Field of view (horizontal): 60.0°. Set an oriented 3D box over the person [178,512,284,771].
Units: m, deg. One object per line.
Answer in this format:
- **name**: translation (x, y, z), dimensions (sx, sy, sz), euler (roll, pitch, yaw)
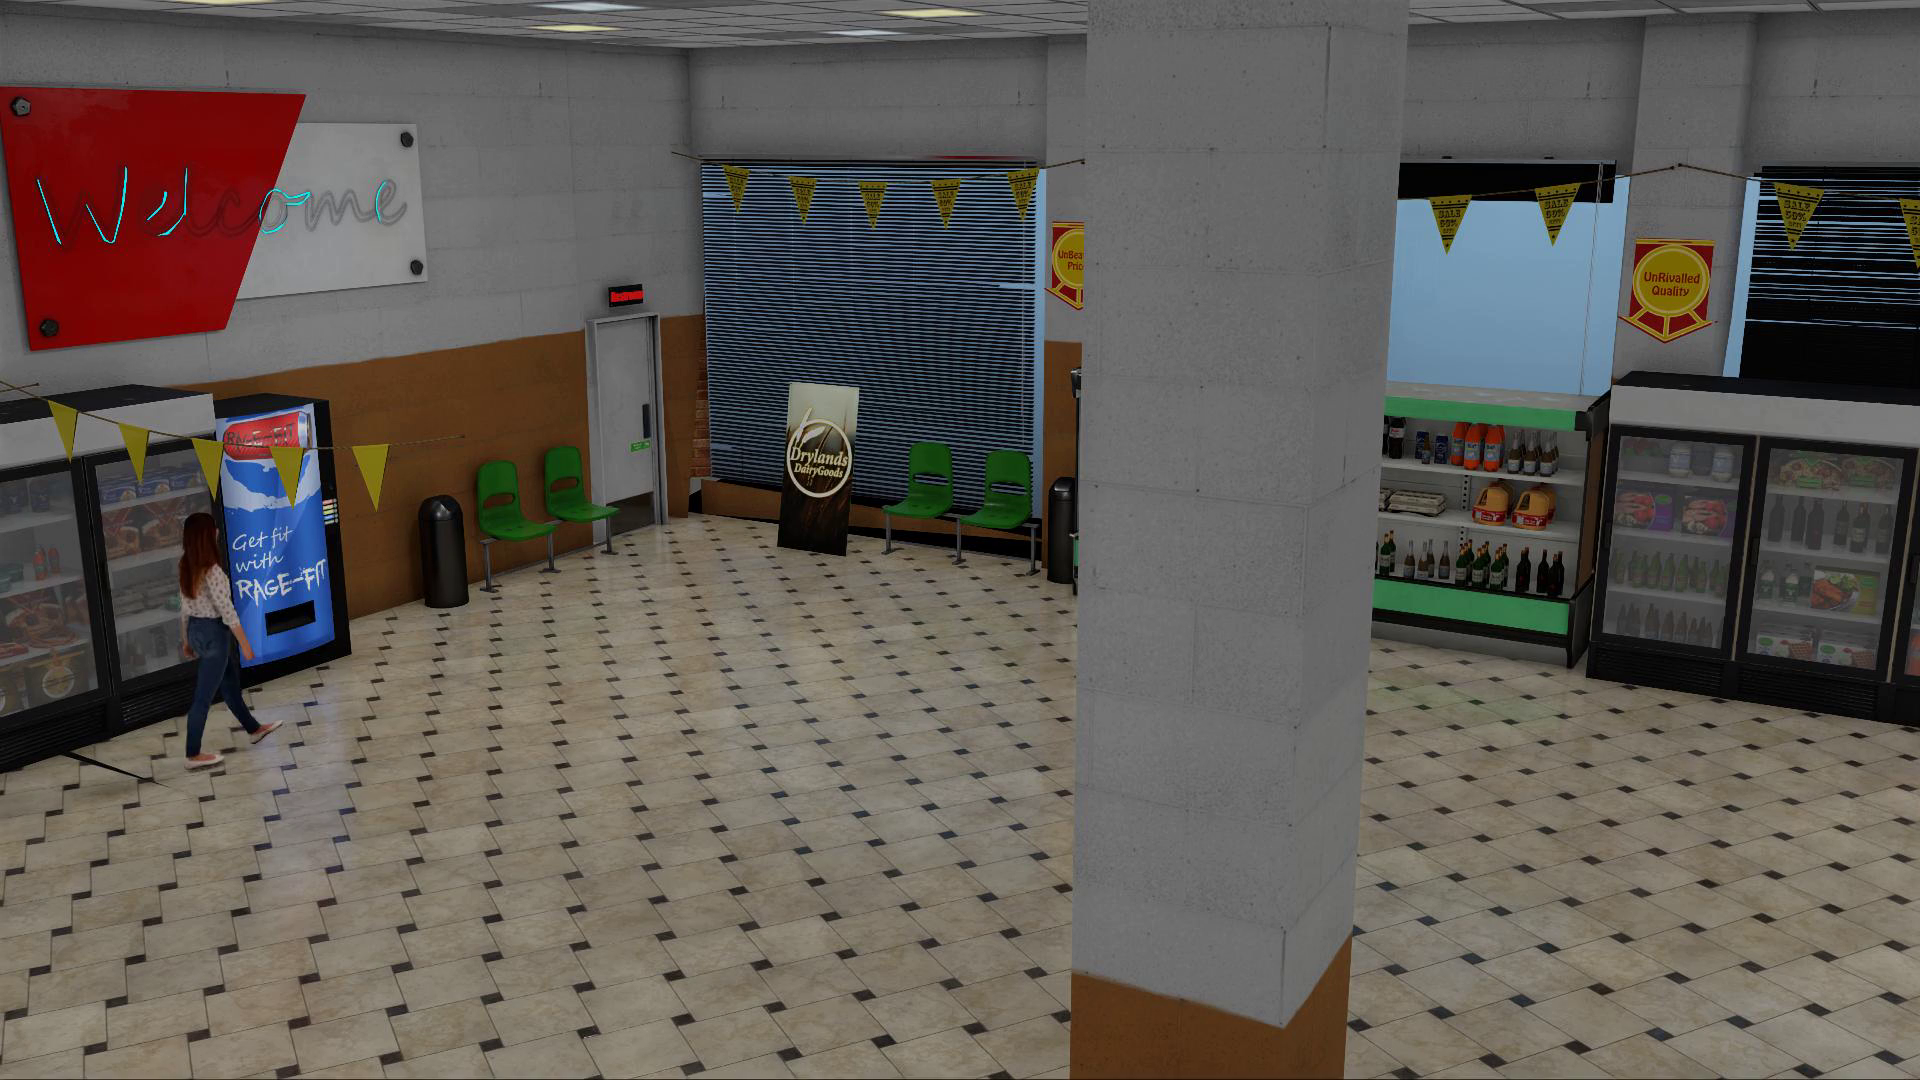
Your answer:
- **person**: translation (-5.027, 0.689, 10.947), dimensions (0.963, 1.703, 0.785), euler (11, 18, 39)
